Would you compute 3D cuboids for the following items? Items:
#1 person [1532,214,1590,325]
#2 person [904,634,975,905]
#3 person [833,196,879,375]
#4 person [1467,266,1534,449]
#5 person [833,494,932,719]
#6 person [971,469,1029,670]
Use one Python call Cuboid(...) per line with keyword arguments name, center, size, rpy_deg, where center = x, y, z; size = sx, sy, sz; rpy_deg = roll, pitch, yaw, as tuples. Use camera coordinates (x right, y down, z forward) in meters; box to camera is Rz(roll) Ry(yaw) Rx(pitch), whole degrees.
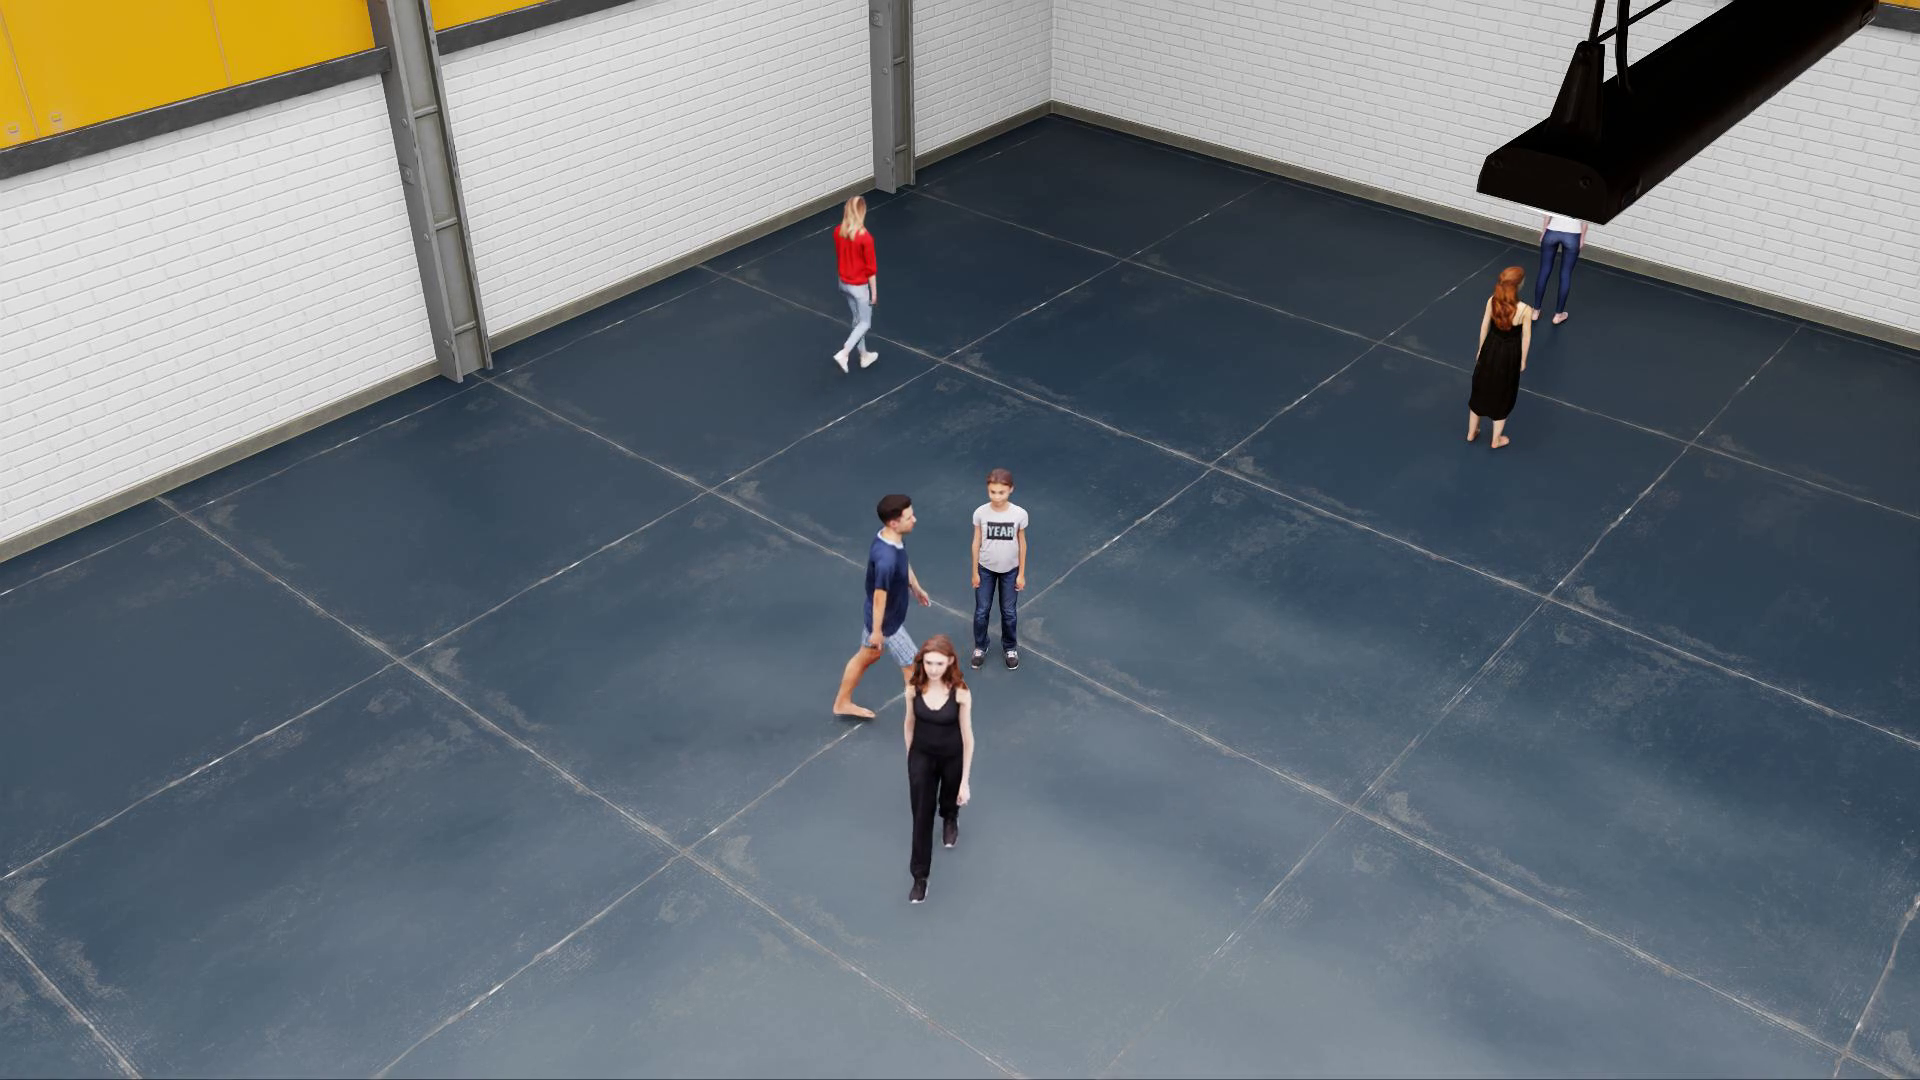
Cuboid(name="person", center=(5.785, -2.918, 15.976), size=(0.604, 1.738, 0.578), rpy_deg=(17, 37, 24))
Cuboid(name="person", center=(-0.089, 1.220, 9.790), size=(0.984, 1.694, 1.172), rpy_deg=(3, 34, 5))
Cuboid(name="person", center=(-0.986, -2.264, 15.036), size=(0.672, 1.689, 0.927), rpy_deg=(22, 39, 29))
Cuboid(name="person", center=(4.544, -1.545, 14.011), size=(0.573, 1.625, 0.562), rpy_deg=(22, 40, 30))
Cuboid(name="person", center=(-0.561, 0.494, 10.788), size=(1.163, 1.798, 1.129), rpy_deg=(-2, 34, -2))
Cuboid(name="person", center=(0.262, 0.181, 11.471), size=(0.625, 1.563, 0.671), rpy_deg=(2, 34, 2))
